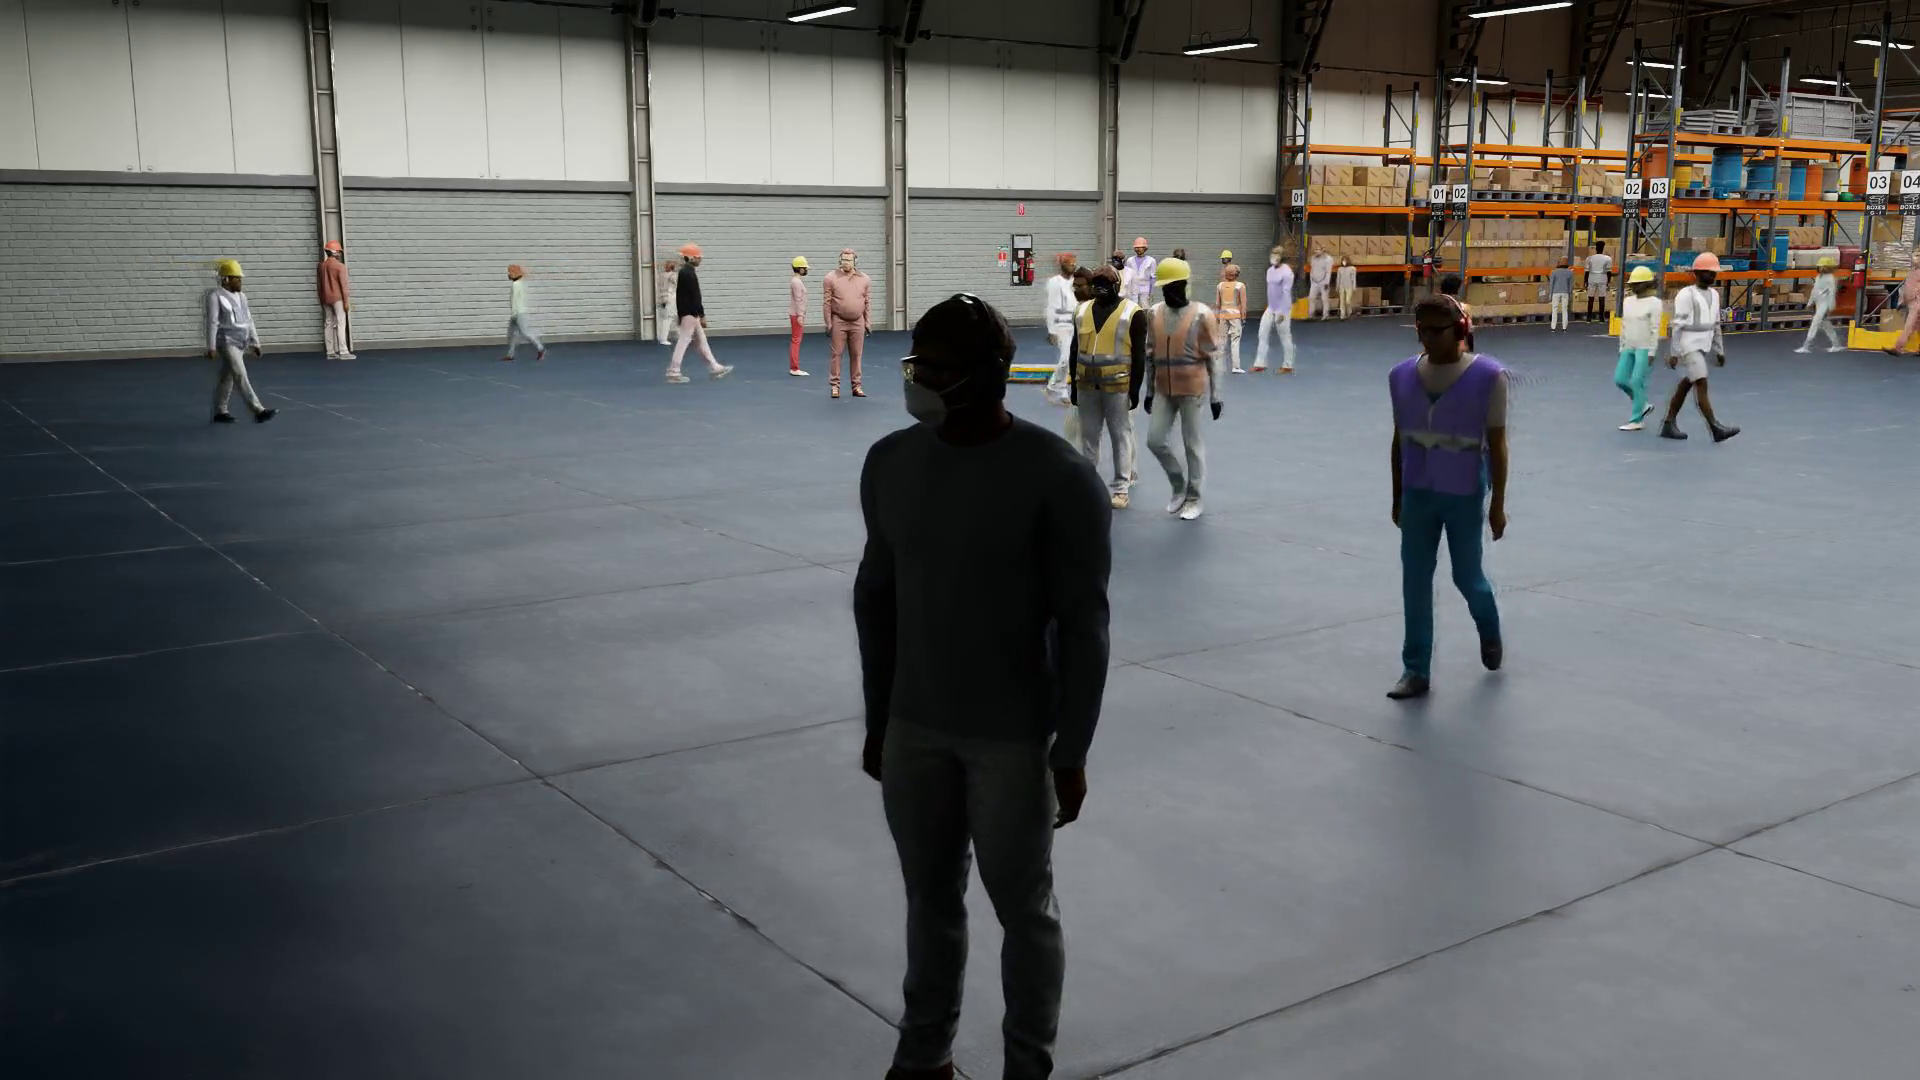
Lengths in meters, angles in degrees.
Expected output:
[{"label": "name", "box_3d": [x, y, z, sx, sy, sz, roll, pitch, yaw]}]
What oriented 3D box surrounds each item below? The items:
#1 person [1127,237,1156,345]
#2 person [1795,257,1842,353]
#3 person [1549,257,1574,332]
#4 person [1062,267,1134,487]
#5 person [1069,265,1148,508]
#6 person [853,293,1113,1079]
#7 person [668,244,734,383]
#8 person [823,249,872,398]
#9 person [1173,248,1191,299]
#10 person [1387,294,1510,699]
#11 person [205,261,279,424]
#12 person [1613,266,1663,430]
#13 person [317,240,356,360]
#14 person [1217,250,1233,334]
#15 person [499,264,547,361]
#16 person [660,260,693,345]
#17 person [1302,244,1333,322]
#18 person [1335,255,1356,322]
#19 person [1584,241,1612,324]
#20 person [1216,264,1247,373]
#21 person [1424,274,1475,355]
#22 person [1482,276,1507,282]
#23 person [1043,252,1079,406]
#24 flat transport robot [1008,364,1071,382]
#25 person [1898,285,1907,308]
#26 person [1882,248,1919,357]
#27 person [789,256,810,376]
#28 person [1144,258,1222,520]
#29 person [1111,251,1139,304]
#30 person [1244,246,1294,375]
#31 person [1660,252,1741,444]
[{"label": "person", "box_3d": [3.442, -4.760, 31.846, 0.606, 2.044, 0.373, 5, 11, 25]}, {"label": "person", "box_3d": [15.359, -4.170, 29.566, 0.908, 1.700, 0.487, 0, 10, 0]}, {"label": "person", "box_3d": [13.016, -5.314, 36.032, 0.493, 1.624, 0.280, 1, 10, 5]}, {"label": "person", "box_3d": [1.064, -1.297, 13.507, 1.007, 1.814, 0.512, -9, 14, -42]}, {"label": "person", "box_3d": [1.106, -1.166, 12.698, 0.625, 1.844, 0.429, 6, 12, 30]}, {"label": "person", "box_3d": [0.033, 0.426, 3.715, 0.629, 1.936, 0.372, 7, 12, 33]}, {"label": "person", "box_3d": [-3.700, -3.204, 23.593, 1.022, 1.937, 0.634, -3, 11, -18]}, {"label": "person", "box_3d": [-1.434, -2.773, 21.343, 0.637, 1.904, 0.403, -4, 11, -19]}, {"label": "person", "box_3d": [4.321, -4.825, 32.784, 0.442, 1.829, 0.652, 0, 10, 2]}, {"label": "person", "box_3d": [2.237, -0.215, 7.564, 0.593, 1.813, 0.785, 9, 14, 40]}, {"label": "person", "box_3d": [-7.896, -2.161, 18.280, 0.905, 1.784, 0.627, 1, 10, 8]}, {"label": "person", "box_3d": [7.216, -2.031, 17.672, 0.441, 1.743, 0.540, -4, 11, -22]}, {"label": "person", "box_3d": [-10.511, -4.026, 27.962, 0.612, 1.991, 0.392, 5, 11, 24]}, {"label": "person", "box_3d": [5.631, -5.232, 35.194, 0.310, 1.768, 0.533, -4, 11, -20]}, {"label": "person", "box_3d": [-7.285, -3.765, 27.610, 0.751, 1.610, 0.508, -2, 11, -12]}, {"label": "person", "box_3d": [-5.422, -4.530, 31.787, 0.805, 1.604, 0.516, -6, 12, -30]}, {"label": "person", "box_3d": [8.607, -6.160, 39.980, 0.667, 1.868, 0.892, 10, 14, 43]}, {"label": "person", "box_3d": [9.269, -6.045, 40.047, 0.529, 1.618, 0.345, 8, 13, 37]}, {"label": "person", "box_3d": [15.155, -6.121, 39.518, 0.610, 1.966, 0.363, 5, 11, 25]}, {"label": "person", "box_3d": [4.101, -3.340, 25.154, 0.521, 1.645, 0.307, 8, 13, 38]}, {"label": "person", "box_3d": [5.190, -1.972, 17.593, 0.875, 1.650, 0.535, -8, 13, -39]}, {"label": "person", "box_3d": [13.184, -6.373, 41.242, 0.967, 1.833, 0.596, -7, 12, -32]}, {"label": "person", "box_3d": [1.284, -2.544, 20.167, 0.411, 1.871, 0.612, 7, 12, 33]}, {"label": "flat transport robot", "box_3d": [1.017, -2.383, 23.677, 1.431, 0.197, 0.652, 1, 10, 7]}, {"label": "person", "box_3d": [19.198, -4.991, 33.433, 0.625, 1.931, 0.369, 5, 11, 24]}, {"label": "person", "box_3d": [16.276, -4.054, 28.465, 0.979, 1.858, 0.680, 0, 10, 1]}, {"label": "person", "box_3d": [-2.381, -3.322, 24.725, 0.329, 1.767, 0.528, -1, 10, -7]}, {"label": "person", "box_3d": [1.610, -1.089, 12.100, 0.708, 1.900, 0.463, 9, 13, 40]}, {"label": "person", "box_3d": [2.449, -3.573, 25.892, 0.627, 1.844, 0.429, 4, 11, 21]}, {"label": "person", "box_3d": [4.625, -3.384, 24.666, 0.873, 1.904, 0.652, -4, 11, -21]}, {"label": "person", "box_3d": [7.469, -1.912, 16.647, 0.569, 1.888, 0.957, -7, 12, -32]}]
